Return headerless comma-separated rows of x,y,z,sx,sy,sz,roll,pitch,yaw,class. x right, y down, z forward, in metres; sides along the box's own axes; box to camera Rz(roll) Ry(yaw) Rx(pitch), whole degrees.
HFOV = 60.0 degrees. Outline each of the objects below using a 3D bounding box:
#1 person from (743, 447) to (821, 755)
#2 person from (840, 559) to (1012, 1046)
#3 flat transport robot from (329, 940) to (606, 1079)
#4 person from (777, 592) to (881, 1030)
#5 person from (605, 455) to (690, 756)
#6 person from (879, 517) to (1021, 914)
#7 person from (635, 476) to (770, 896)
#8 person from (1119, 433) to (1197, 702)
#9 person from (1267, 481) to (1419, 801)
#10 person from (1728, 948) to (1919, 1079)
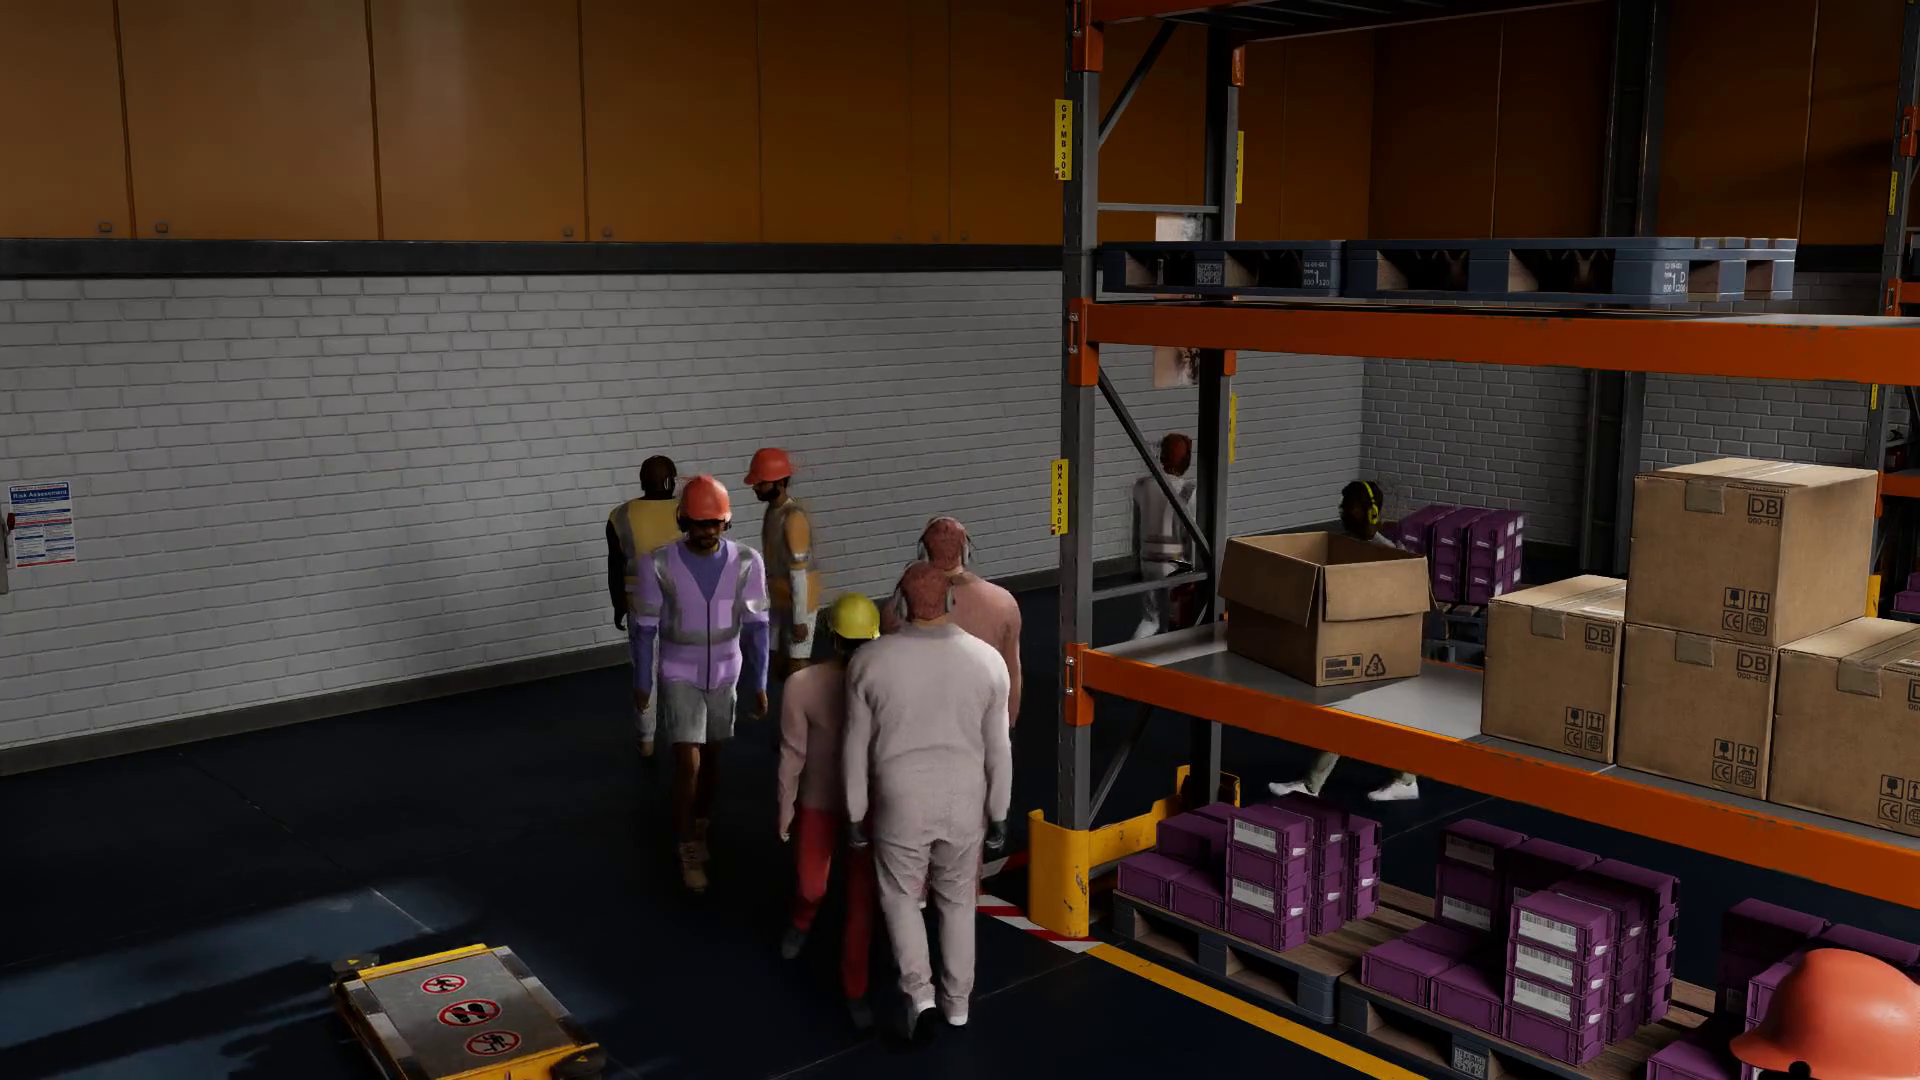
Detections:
-1.064,0.380,10.055,0.523,1.906,0.557,-5,11,-26,person
-0.116,1.024,6.354,0.674,1.880,0.596,-2,10,-10,person
-1.878,1.842,6.268,0.652,0.197,1.431,-6,12,-33,flat transport robot
-0.478,1.029,6.727,0.535,1.735,0.670,-2,10,-12,person
-1.814,0.403,10.119,0.624,1.838,0.430,-1,10,-4,person
-0.050,0.821,7.519,0.657,1.883,0.681,-1,10,-4,person
-1.209,0.684,7.995,0.610,1.996,0.906,-4,11,-24,person
1.342,0.216,11.120,0.585,1.866,0.655,7,12,37,person
2.137,0.582,9.112,0.981,1.816,0.494,-1,10,-6,person
1.419,1.609,2.763,0.368,1.935,0.552,2,10,11,person
